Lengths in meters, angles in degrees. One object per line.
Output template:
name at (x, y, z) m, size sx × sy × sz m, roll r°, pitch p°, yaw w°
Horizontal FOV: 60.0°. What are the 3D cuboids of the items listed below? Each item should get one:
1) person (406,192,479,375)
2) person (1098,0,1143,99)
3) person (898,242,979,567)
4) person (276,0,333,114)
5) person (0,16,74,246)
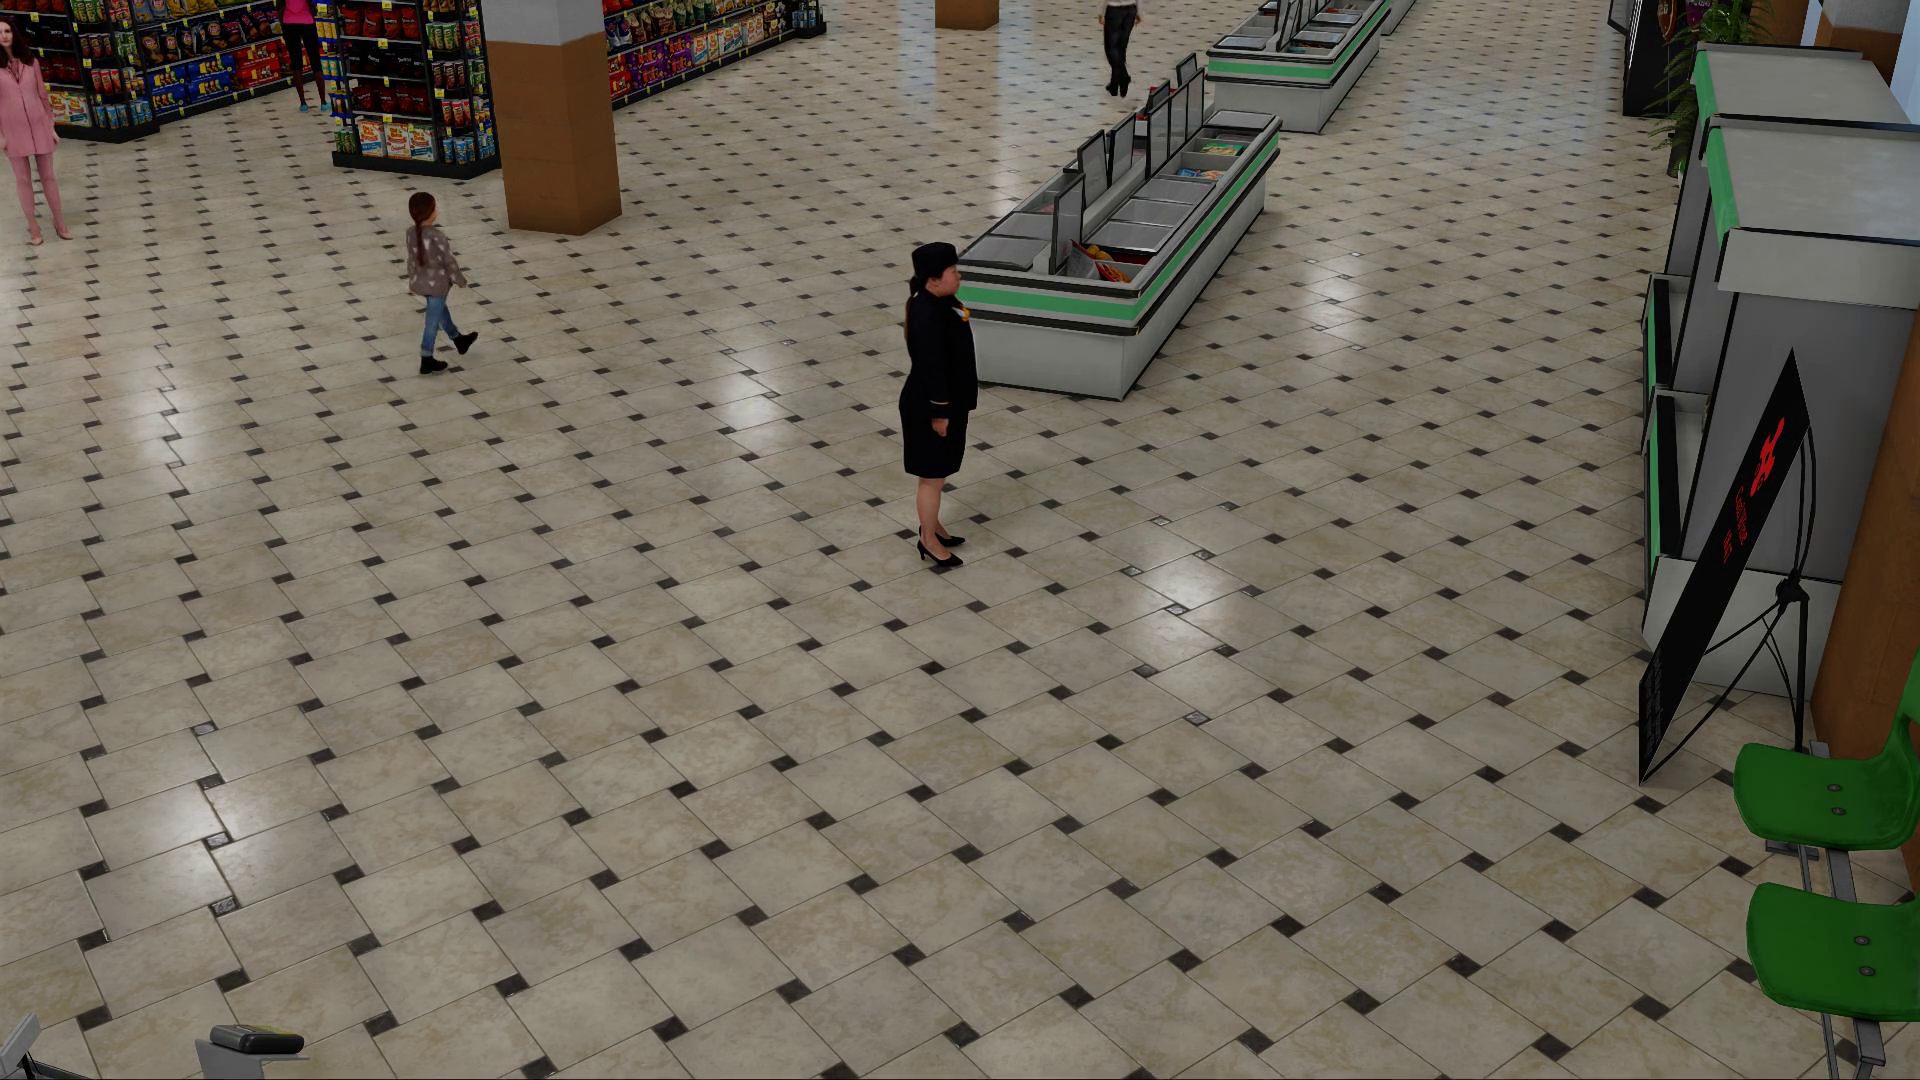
person at (-3.483, -1.655, 10.881) m, size 0.586 × 1.165 × 0.848 m, roll 16°, pitch 31°, yaw 28°
person at (1.782, -5.727, 18.217) m, size 1.005 × 1.793 × 1.136 m, roll -6°, pitch 28°, yaw -12°
person at (-0.122, -0.678, 8.394) m, size 0.821 × 1.671 × 0.663 m, roll 2°, pitch 27°, yaw 4°
person at (-7.050, -5.454, 17.755) m, size 0.654 × 1.722 × 0.685 m, roll -4°, pitch 27°, yaw -8°
person at (-7.549, -3.309, 13.438) m, size 0.636 × 1.802 × 0.750 m, roll -20°, pitch 33°, yaw -34°
